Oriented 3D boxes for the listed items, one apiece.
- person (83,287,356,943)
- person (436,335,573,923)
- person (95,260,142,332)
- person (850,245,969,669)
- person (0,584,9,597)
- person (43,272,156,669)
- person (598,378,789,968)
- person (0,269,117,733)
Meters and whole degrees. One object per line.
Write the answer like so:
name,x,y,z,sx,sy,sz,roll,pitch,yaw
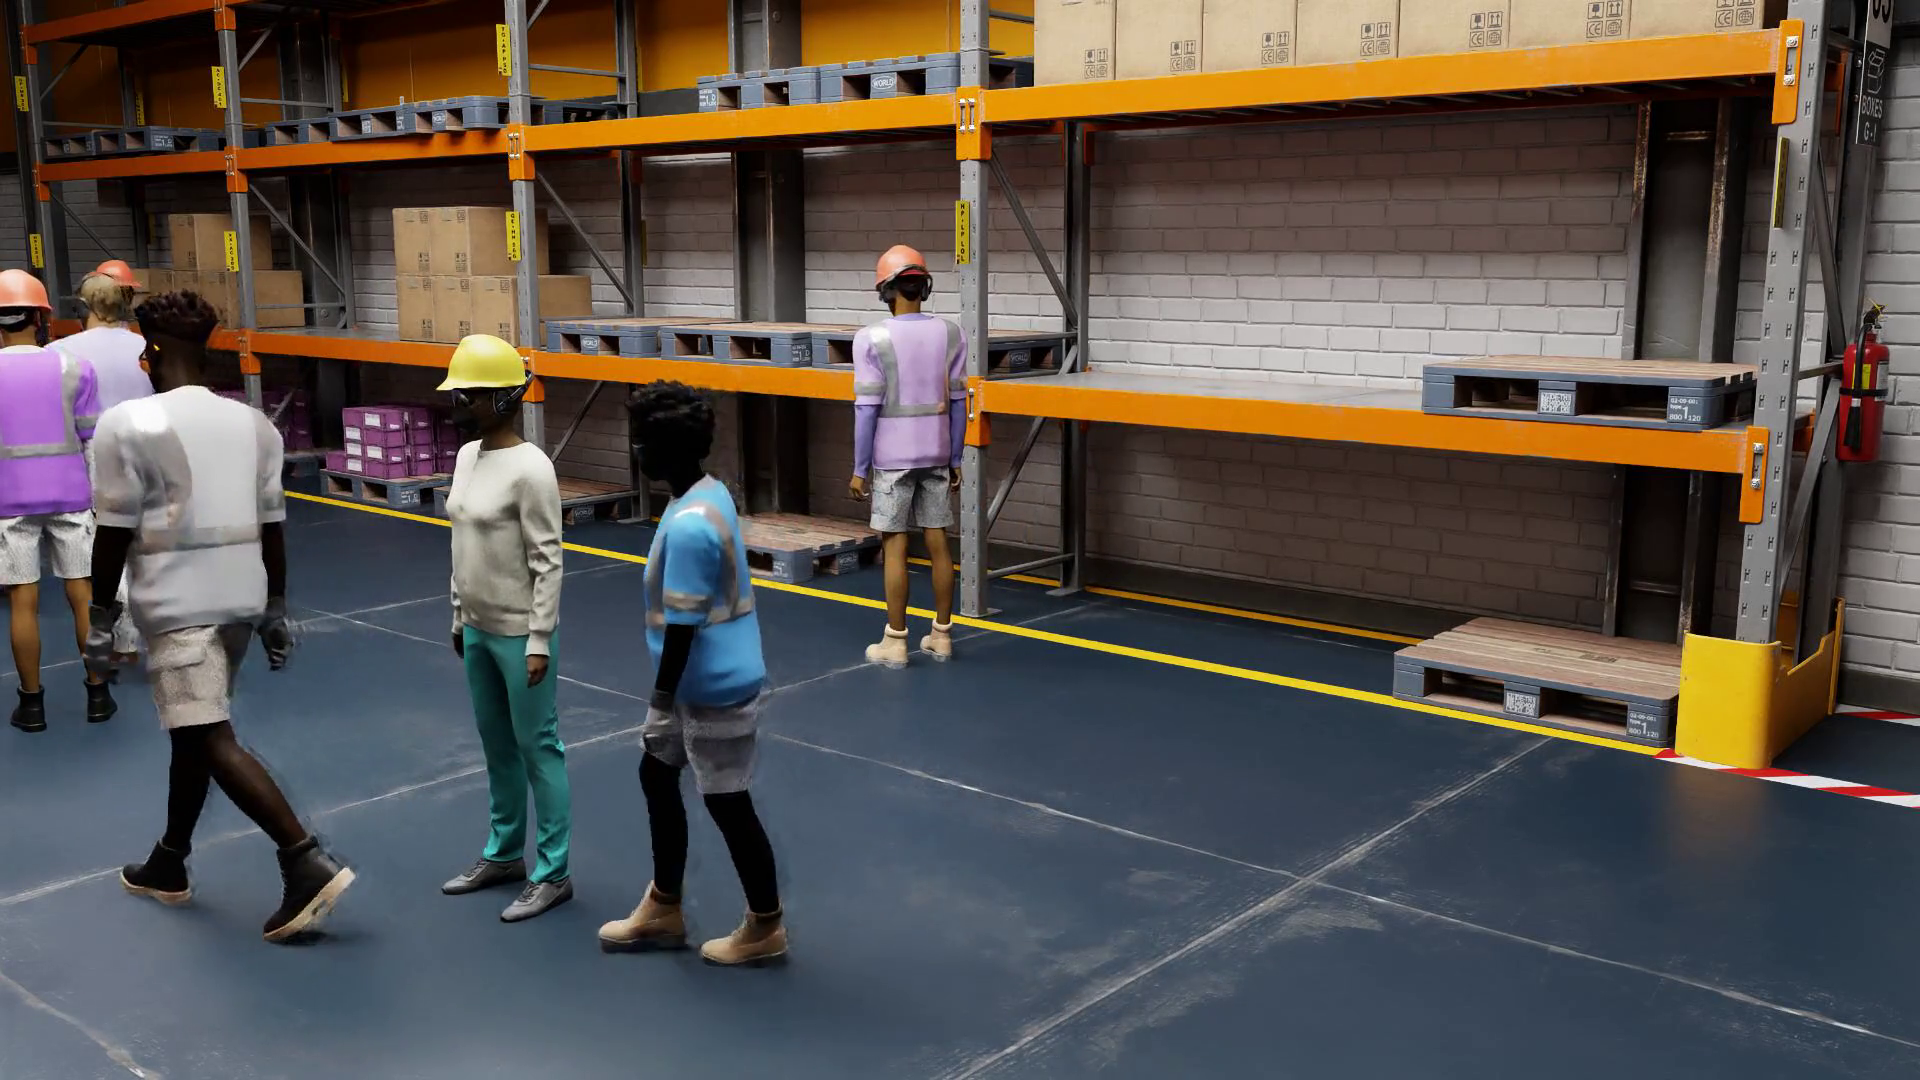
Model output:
person,-2.205,0.208,4.973,0.949,1.919,0.640,4,11,20
person,-1.392,0.266,5.049,0.523,1.769,0.313,9,14,43
person,-5.905,-0.994,11.736,0.364,1.935,0.553,-6,12,-31
person,-0.258,-0.394,8.048,0.605,2.034,0.389,-6,11,-29
person,-5.647,-0.584,9.288,0.581,1.973,0.634,7,12,34
person,-3.923,-0.289,7.786,0.744,1.918,0.637,5,11,27
person,-0.791,0.397,4.555,0.688,1.664,0.547,-1,10,-6
person,-3.881,-0.159,6.994,0.544,1.933,0.376,-6,12,-31
